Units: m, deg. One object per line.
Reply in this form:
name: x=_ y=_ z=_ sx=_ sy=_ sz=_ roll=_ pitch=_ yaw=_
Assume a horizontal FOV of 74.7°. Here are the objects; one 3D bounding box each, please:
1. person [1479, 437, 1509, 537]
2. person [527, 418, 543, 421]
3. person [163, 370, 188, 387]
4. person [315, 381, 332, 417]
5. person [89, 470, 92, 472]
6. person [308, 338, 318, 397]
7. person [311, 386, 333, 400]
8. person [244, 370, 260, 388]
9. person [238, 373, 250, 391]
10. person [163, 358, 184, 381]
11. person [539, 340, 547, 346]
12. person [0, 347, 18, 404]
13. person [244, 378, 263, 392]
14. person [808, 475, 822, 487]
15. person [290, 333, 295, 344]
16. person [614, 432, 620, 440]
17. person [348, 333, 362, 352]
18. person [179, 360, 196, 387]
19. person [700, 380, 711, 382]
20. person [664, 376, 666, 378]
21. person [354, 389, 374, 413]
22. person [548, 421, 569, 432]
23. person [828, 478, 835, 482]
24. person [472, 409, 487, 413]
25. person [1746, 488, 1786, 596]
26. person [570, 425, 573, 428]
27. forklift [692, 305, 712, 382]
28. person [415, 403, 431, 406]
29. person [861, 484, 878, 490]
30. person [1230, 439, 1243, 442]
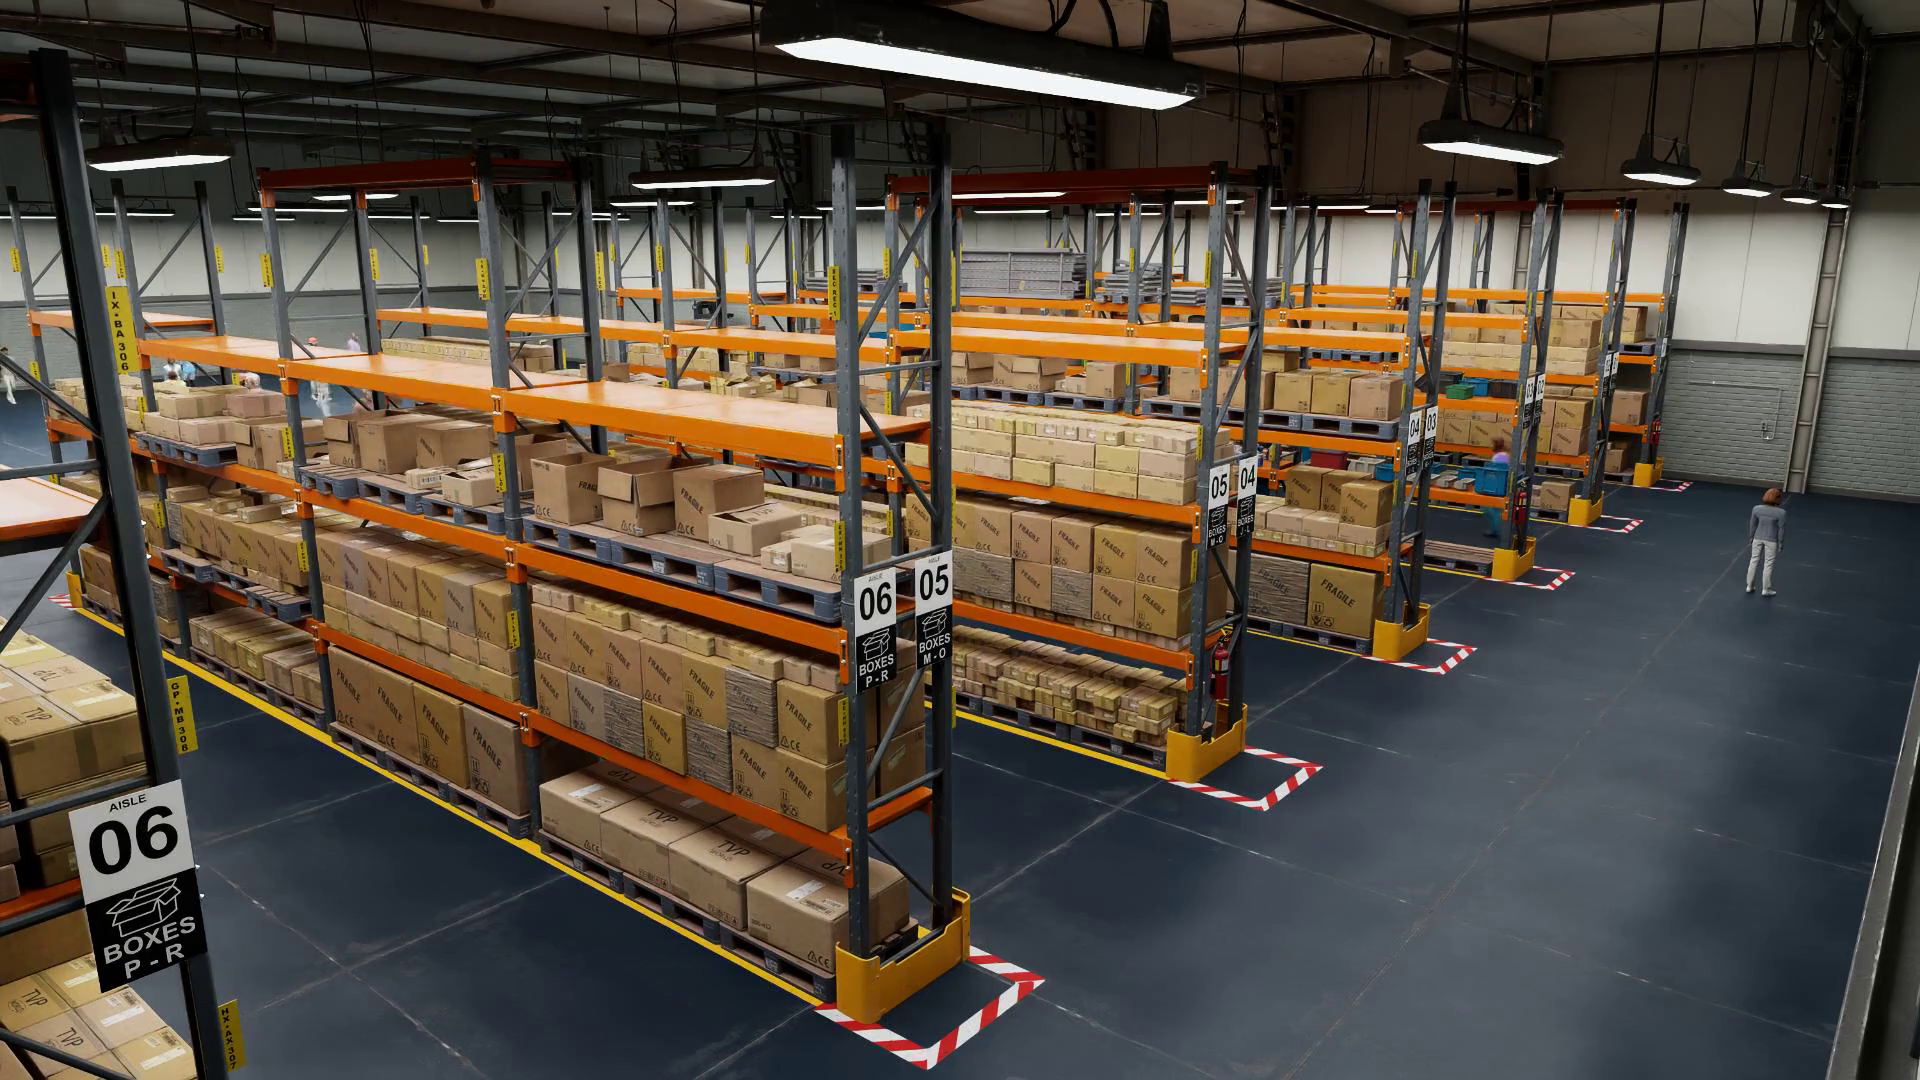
person: x=9.665 y=-0.948 z=22.712 sx=0.576 sy=1.828 sz=0.449 roll=-13 pitch=19 yaw=-42
person: x=-9.215 y=-2.109 z=27.388 sx=0.956 sy=1.871 sz=0.587 roll=8 pitch=16 yaw=31
person: x=-21.028 y=-3.638 z=33.809 sx=0.559 sy=1.821 sz=0.658 roll=12 pitch=18 yaw=40
person: x=-18.625 y=-4.265 z=36.754 sx=0.368 sy=1.626 sz=0.524 roll=-10 pitch=17 yaw=-37
person: x=-19.481 y=-2.431 z=28.689 sx=0.988 sy=1.900 sz=0.553 roll=-3 pitch=14 yaw=-10
person: x=-21.666 y=-5.800 z=42.329 sx=0.608 sy=1.995 sz=0.377 roll=5 pitch=15 yaw=21
person: x=-21.205 y=-5.413 z=41.586 sx=0.850 sy=1.589 sz=0.542 roll=2 pitch=14 yaw=10
person: x=-19.587 y=-3.949 z=34.821 sx=0.403 sy=1.942 sz=0.614 roll=3 pitch=14 yaw=10
person: x=-18.388 y=-3.424 z=32.759 sx=0.565 sy=1.902 sz=0.728 roll=6 pitch=15 yaw=22
person: x=-24.641 y=-4.929 z=39.529 sx=0.546 sy=1.607 sz=0.744 roll=-11 pitch=18 yaw=-39
person: x=-14.881 y=-6.355 z=45.058 sx=0.924 sy=1.786 sz=0.611 roll=12 pitch=18 yaw=41
person: x=-30.857 y=-5.341 z=40.778 sx=0.748 sy=1.843 sz=0.525 roll=9 pitch=16 yaw=34
person: x=-17.637 y=-3.152 z=31.694 sx=0.484 sy=1.880 sz=0.658 roll=-2 pitch=14 yaw=-9
person: x=-2.856 y=-1.529 z=25.024 sx=0.328 sy=1.872 sz=0.513 roll=12 pitch=18 yaw=40
person: x=-26.257 y=-7.408 z=49.264 sx=0.429 sy=1.845 sz=0.621 roll=-1 pitch=14 yaw=-2
person: x=-8.533 y=-3.245 z=32.028 sx=0.951 sy=1.912 sz=0.628 roll=4 pitch=14 yaw=17
person: x=-22.171 y=-6.648 z=46.079 sx=0.888 sy=1.873 sz=0.641 roll=-2 pitch=14 yaw=-6
person: x=-26.043 y=-5.683 z=42.484 sx=0.358 sy=1.683 sz=0.561 roll=8 pitch=16 yaw=30
person: x=-7.845 y=-4.953 z=39.078 sx=0.353 sy=1.884 sz=0.578 roll=10 pitch=17 yaw=35
person: x=-9.071 y=-4.805 z=38.449 sx=0.570 sy=1.886 sz=0.996 roll=1 pitch=14 yaw=4
person: x=-13.782 y=-2.613 z=29.516 sx=0.905 sy=1.864 sz=0.666 roll=7 pitch=15 yaw=25
person: x=-8.940 y=-2.364 z=28.197 sx=0.382 sy=1.995 sz=0.612 roll=7 pitch=15 yaw=25
person: x=-2.608 y=-2.186 z=27.593 sx=0.647 sy=1.938 sz=1.046 roll=-12 pitch=18 yaw=-41
person: x=-10.931 y=-2.415 z=28.554 sx=0.579 sy=1.921 sz=0.635 roll=10 pitch=17 yaw=36
person: x=12.255 y=0.020 z=19.135 sx=0.286 sy=1.636 sz=0.498 roll=-8 pitch=16 yaw=-31
person: x=-9.774 y=-2.982 z=30.708 sx=0.641 sy=2.004 sz=0.953 roll=6 pitch=15 yaw=25
forklift: x=-9.511 y=-7.392 z=47.124 sx=1.873 sy=2.768 sz=1.129 roll=11 pitch=17 yaw=38
person: x=-14.291 y=-3.609 z=33.477 sx=0.597 sy=1.916 sz=0.372 roll=8 pitch=16 yaw=29
person: x=-1.984 y=-1.966 z=26.990 sx=0.620 sy=1.801 sz=0.956 roll=-13 pitch=19 yaw=-43
person: x=6.607 y=-2.787 z=29.969 sx=1.072 sy=1.988 sz=0.629 roll=10 pitch=17 yaw=34
